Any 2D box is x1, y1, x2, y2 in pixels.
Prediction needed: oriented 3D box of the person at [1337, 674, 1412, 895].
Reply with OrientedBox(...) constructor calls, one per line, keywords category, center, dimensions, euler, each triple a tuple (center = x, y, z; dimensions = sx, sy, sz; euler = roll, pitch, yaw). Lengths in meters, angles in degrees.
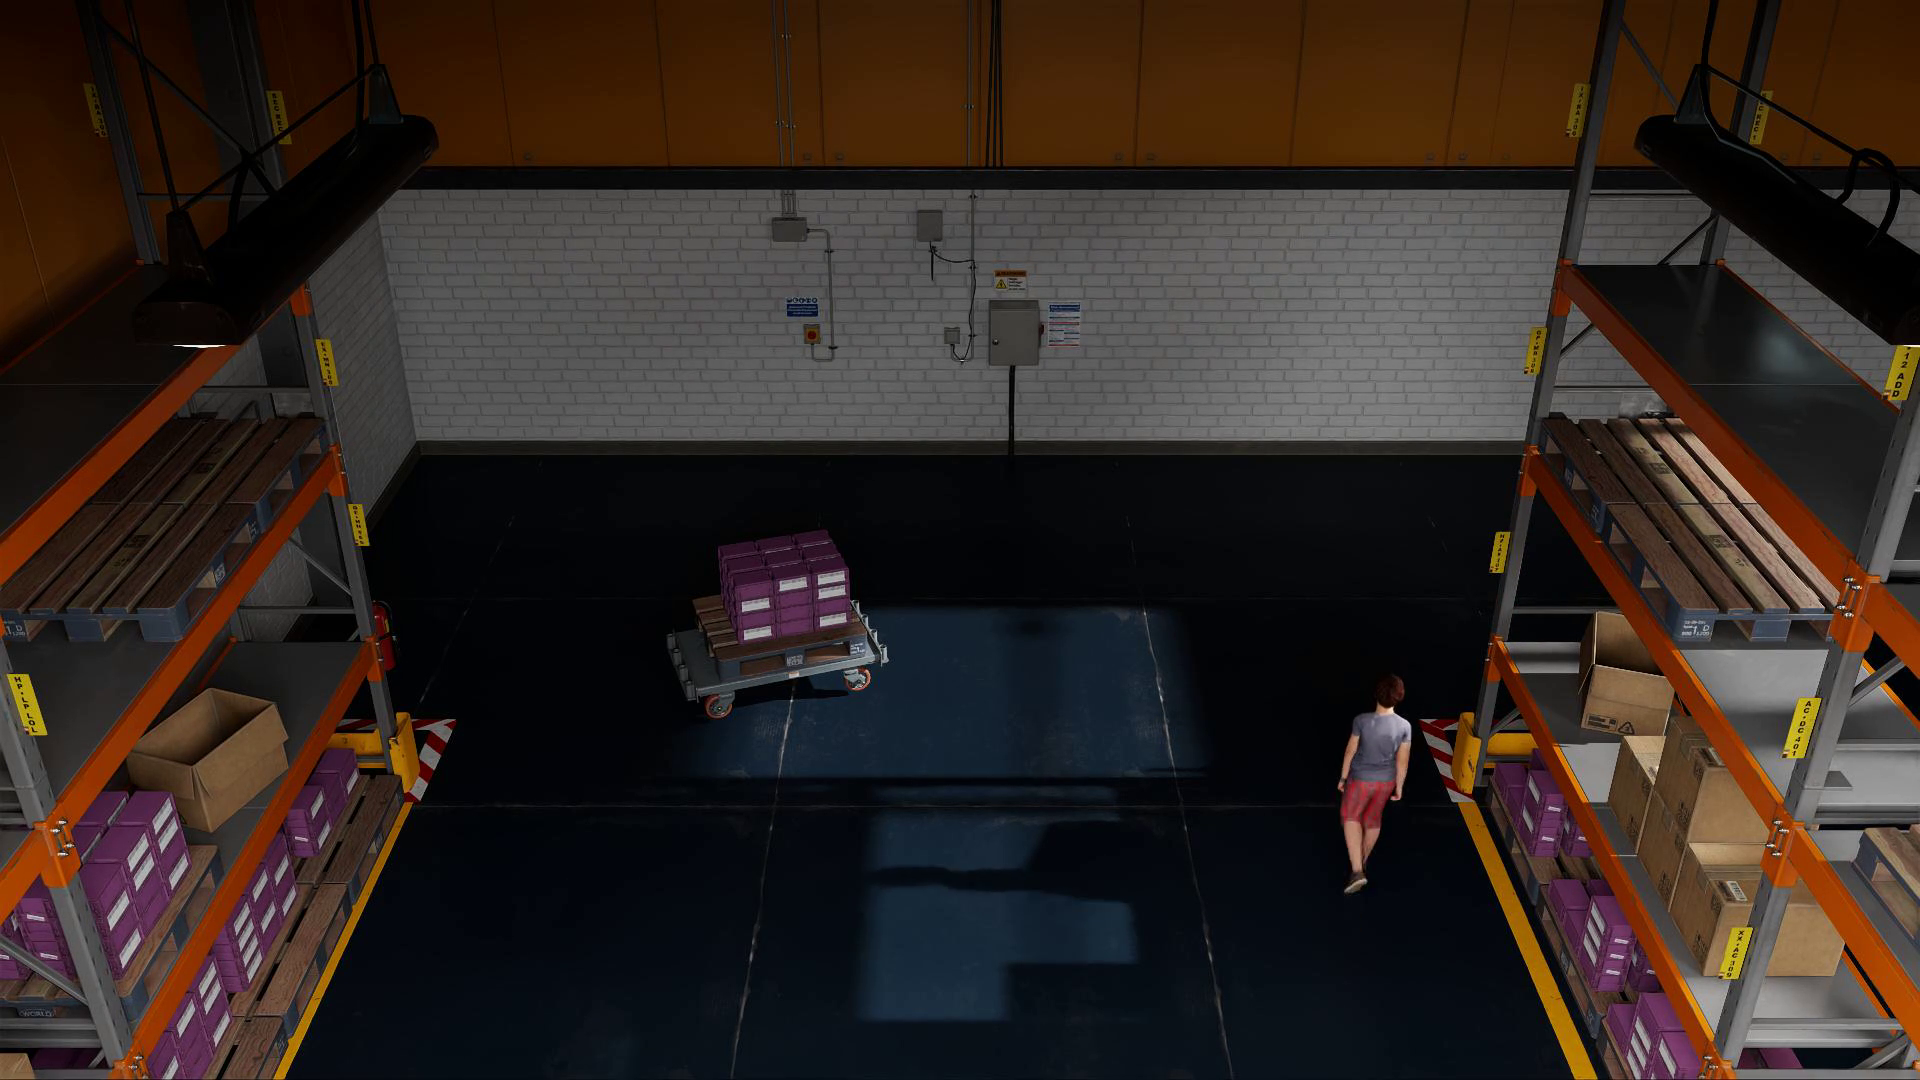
OrientedBox(category="person", center=(2.742, 1.669, 11.084), dimensions=(0.649, 1.628, 0.933), euler=(4, 29, 7))
